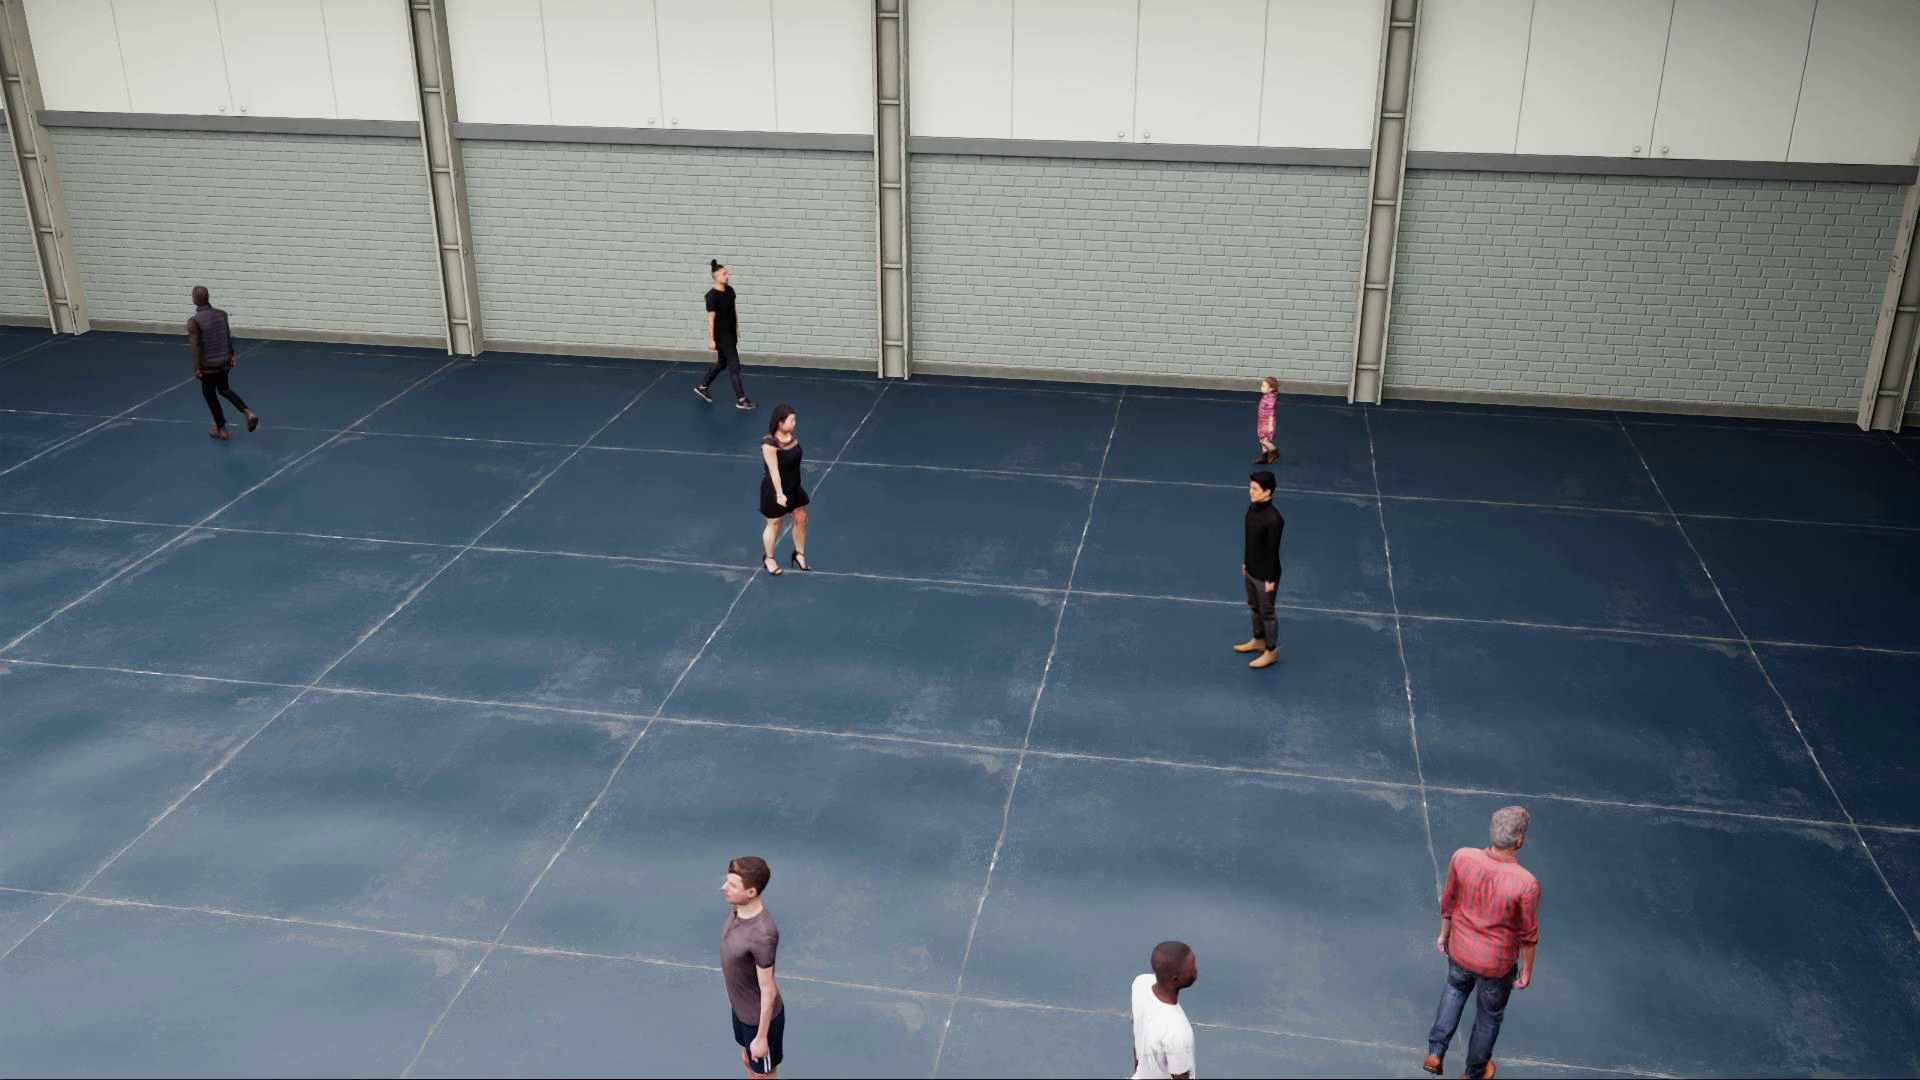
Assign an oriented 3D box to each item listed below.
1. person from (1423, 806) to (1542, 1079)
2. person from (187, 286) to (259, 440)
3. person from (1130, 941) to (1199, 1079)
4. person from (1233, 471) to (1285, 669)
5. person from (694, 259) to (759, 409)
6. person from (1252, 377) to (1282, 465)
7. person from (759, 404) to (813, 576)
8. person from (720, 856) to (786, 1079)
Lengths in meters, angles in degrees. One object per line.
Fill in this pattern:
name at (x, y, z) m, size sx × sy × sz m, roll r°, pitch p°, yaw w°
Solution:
person at (2.807, 2.269, 9.045) m, size 0.893 × 1.822 × 0.957 m, roll 21°, pitch 30°, yaw 40°
person at (-8.506, -2.005, 19.099) m, size 1.023 × 1.818 × 0.858 m, roll 11°, pitch 25°, yaw 24°
person at (0.899, 2.725, 7.988) m, size 1.188 × 1.809 × 0.965 m, roll -6°, pitch 24°, yaw -14°
person at (2.548, 0.227, 13.980) m, size 0.700 × 1.718 × 0.729 m, roll -6°, pitch 24°, yaw -14°
person at (-2.941, -2.506, 20.265) m, size 1.196 × 1.828 × 0.844 m, roll 9°, pitch 24°, yaw 19°
person at (3.460, -1.321, 18.518) m, size 0.559 × 1.014 × 0.473 m, roll -1°, pitch 23°, yaw -1°
person at (-1.764, -0.461, 15.620) m, size 0.769 × 1.700 × 0.734 m, roll 11°, pitch 25°, yaw 24°
person at (-1.056, 2.430, 8.625) m, size 0.745 × 1.853 × 0.730 m, roll -10°, pitch 25°, yaw -22°
